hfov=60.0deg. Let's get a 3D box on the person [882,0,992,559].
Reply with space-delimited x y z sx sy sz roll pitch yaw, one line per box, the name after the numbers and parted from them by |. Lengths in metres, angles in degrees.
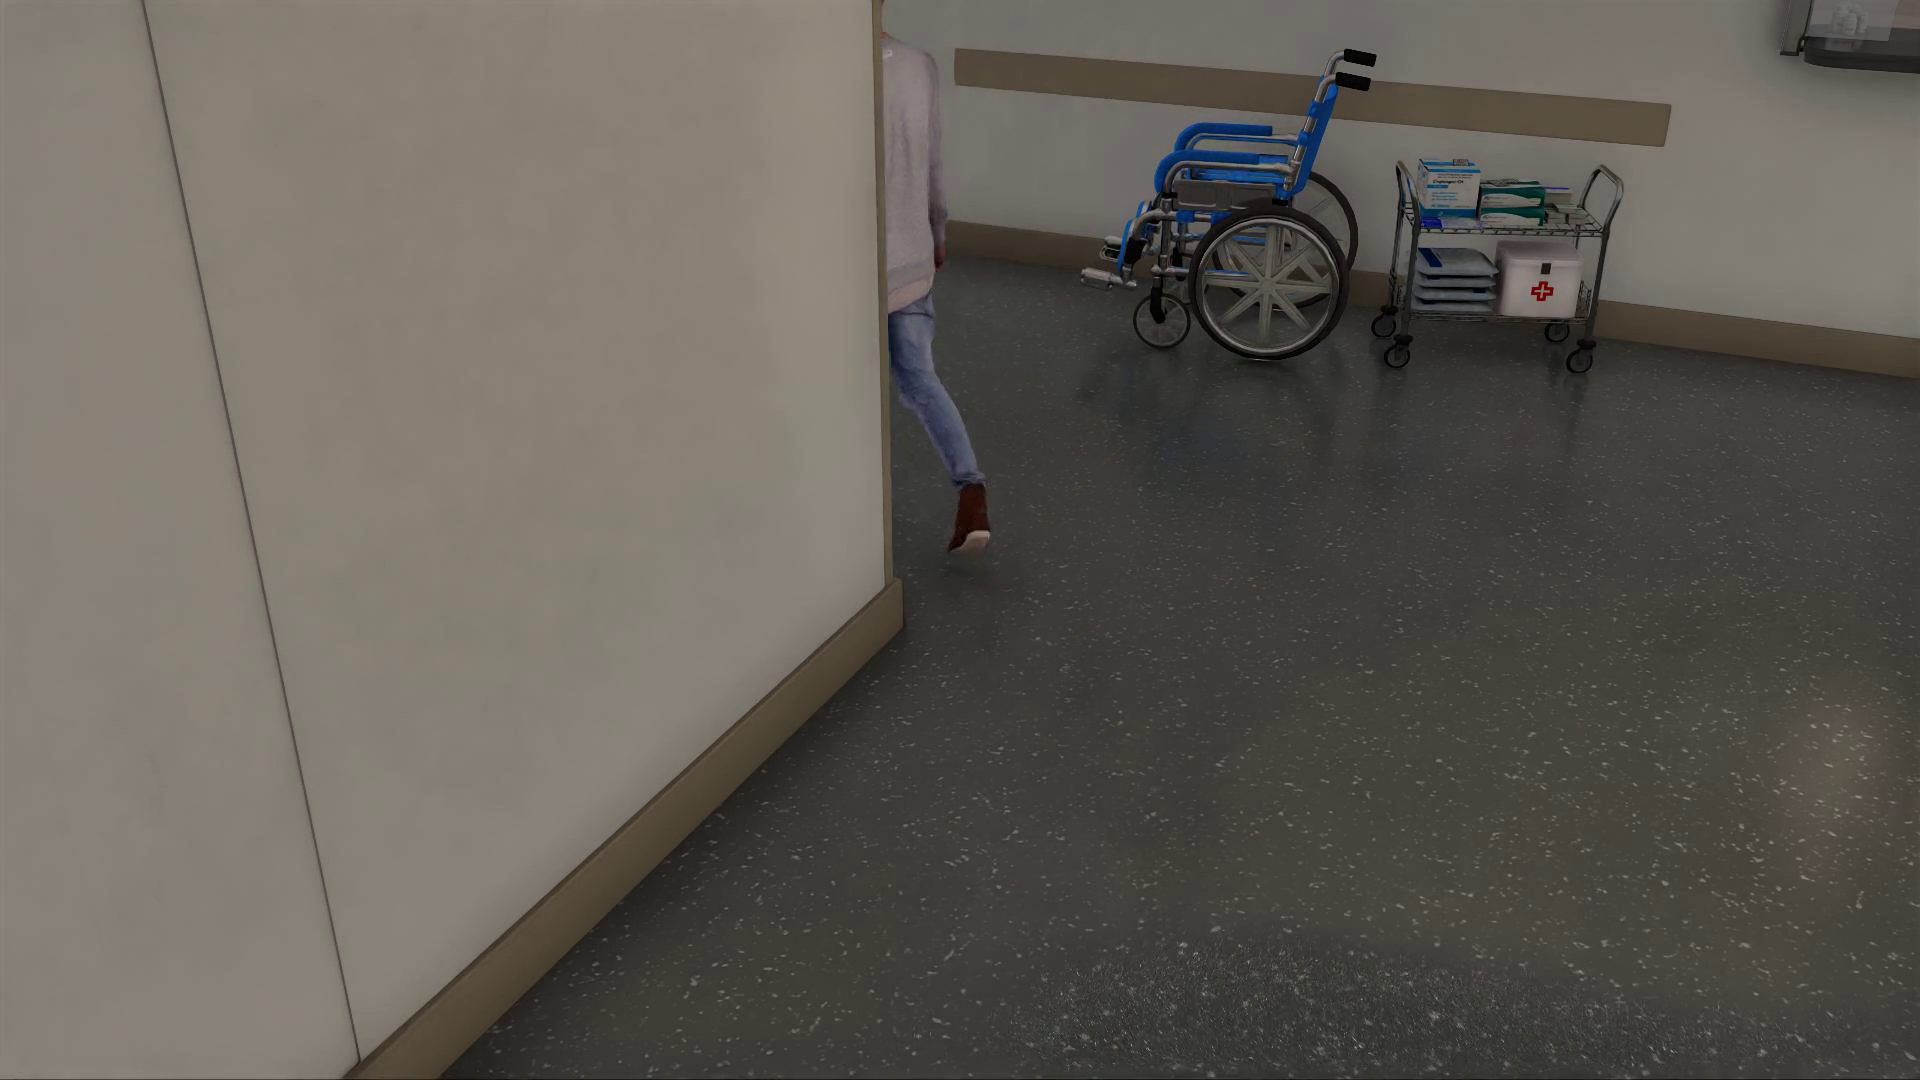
-0.187 -0.787 4.858 1.235 1.805 1.079 -20 32 -35 | person
